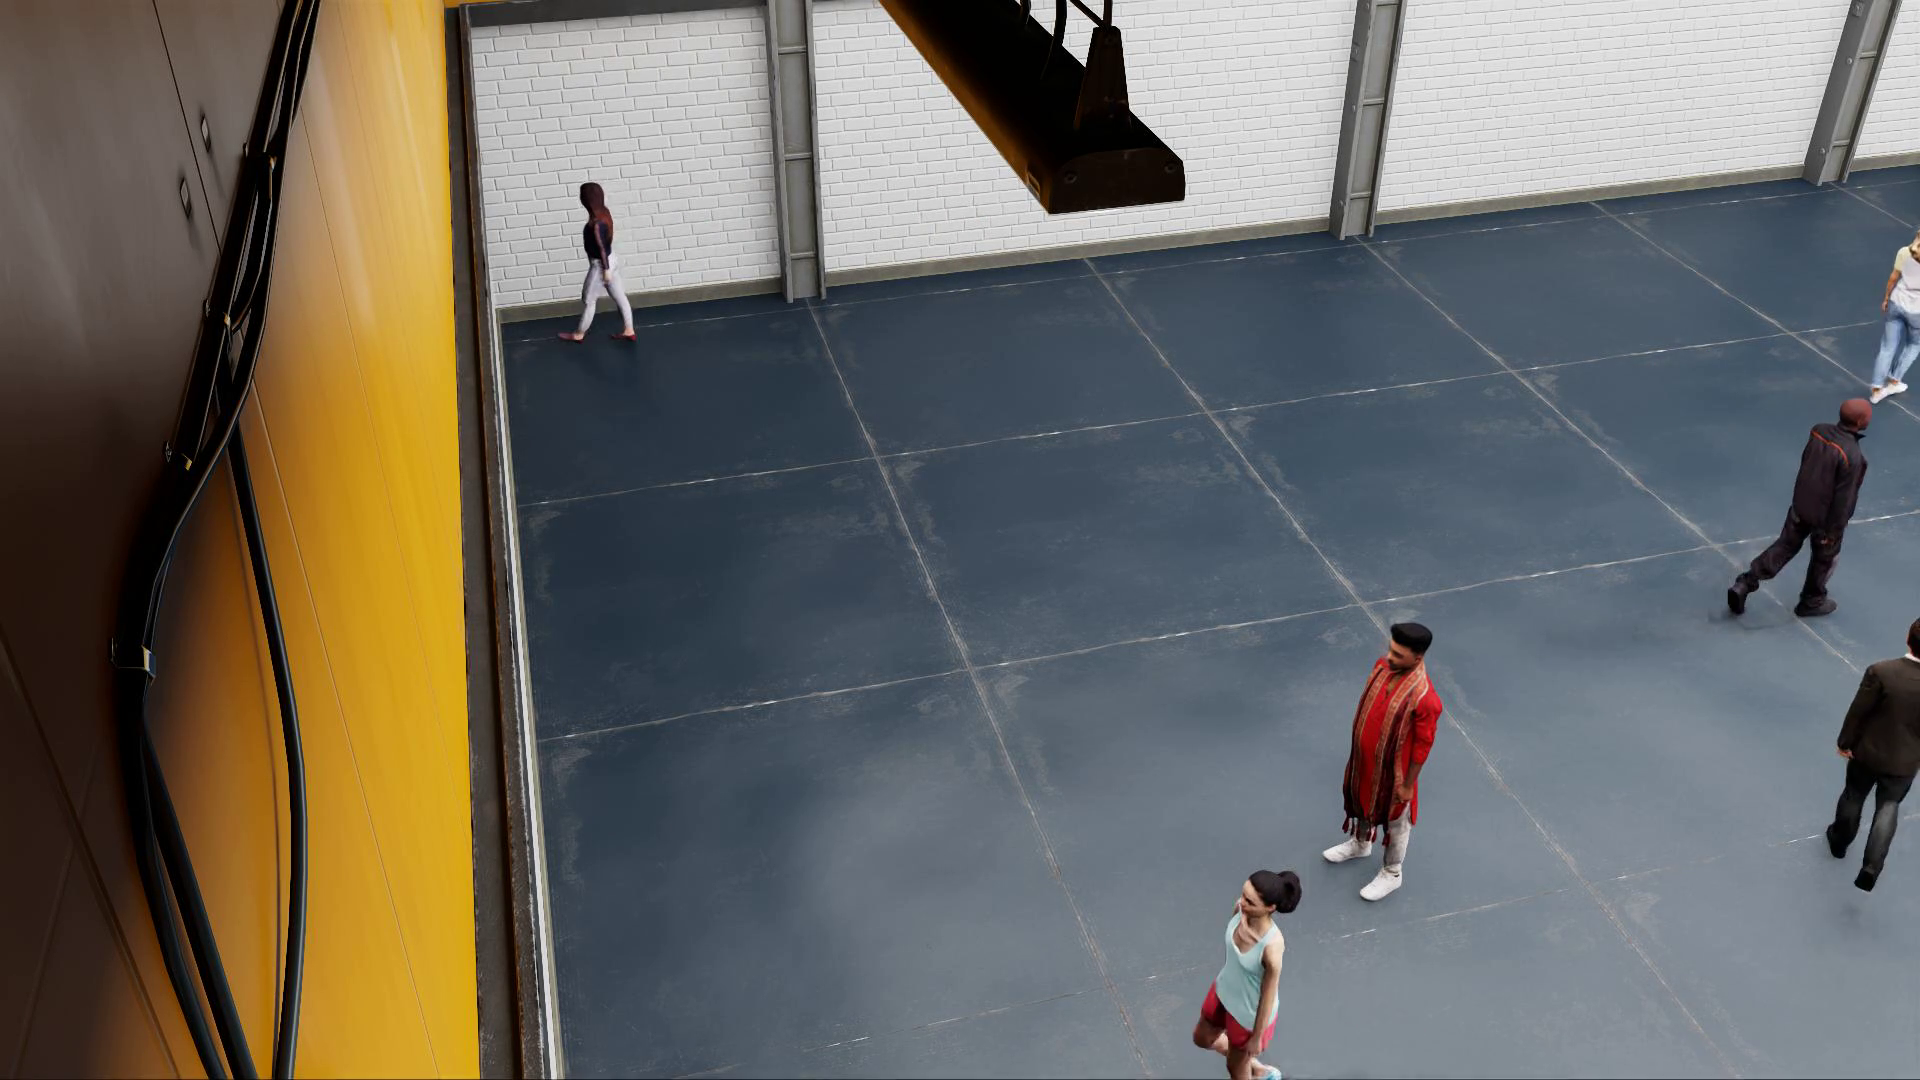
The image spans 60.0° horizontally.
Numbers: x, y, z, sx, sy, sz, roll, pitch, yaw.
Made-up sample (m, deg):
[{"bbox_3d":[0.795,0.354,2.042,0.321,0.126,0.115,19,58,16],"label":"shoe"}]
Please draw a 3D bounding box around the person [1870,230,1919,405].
[{"bbox_3d":[8.157,-1.953,14.389,0.817,1.713,0.762,-22,40,-30],"label":"person"}]

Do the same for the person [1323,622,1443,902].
[{"bbox_3d":[2.461,1.211,9.478,0.640,1.880,0.711,-13,36,-19],"label":"person"}]

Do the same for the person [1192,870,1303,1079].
[{"bbox_3d":[1.446,2.231,8.052,0.721,1.760,0.609,-10,35,-15],"label":"person"}]

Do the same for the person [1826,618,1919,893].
[{"bbox_3d":[5.328,1.245,9.513,1.023,1.785,1.051,13,36,18],"label":"person"}]

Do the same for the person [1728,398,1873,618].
[{"bbox_3d":[5.946,-0.203,11.671,1.109,1.808,0.718,-10,35,-14],"label":"person"}]

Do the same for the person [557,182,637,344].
[{"bbox_3d":[-3.240,-2.527,15.370,1.006,1.582,0.775,0,34,0],"label":"person"}]
